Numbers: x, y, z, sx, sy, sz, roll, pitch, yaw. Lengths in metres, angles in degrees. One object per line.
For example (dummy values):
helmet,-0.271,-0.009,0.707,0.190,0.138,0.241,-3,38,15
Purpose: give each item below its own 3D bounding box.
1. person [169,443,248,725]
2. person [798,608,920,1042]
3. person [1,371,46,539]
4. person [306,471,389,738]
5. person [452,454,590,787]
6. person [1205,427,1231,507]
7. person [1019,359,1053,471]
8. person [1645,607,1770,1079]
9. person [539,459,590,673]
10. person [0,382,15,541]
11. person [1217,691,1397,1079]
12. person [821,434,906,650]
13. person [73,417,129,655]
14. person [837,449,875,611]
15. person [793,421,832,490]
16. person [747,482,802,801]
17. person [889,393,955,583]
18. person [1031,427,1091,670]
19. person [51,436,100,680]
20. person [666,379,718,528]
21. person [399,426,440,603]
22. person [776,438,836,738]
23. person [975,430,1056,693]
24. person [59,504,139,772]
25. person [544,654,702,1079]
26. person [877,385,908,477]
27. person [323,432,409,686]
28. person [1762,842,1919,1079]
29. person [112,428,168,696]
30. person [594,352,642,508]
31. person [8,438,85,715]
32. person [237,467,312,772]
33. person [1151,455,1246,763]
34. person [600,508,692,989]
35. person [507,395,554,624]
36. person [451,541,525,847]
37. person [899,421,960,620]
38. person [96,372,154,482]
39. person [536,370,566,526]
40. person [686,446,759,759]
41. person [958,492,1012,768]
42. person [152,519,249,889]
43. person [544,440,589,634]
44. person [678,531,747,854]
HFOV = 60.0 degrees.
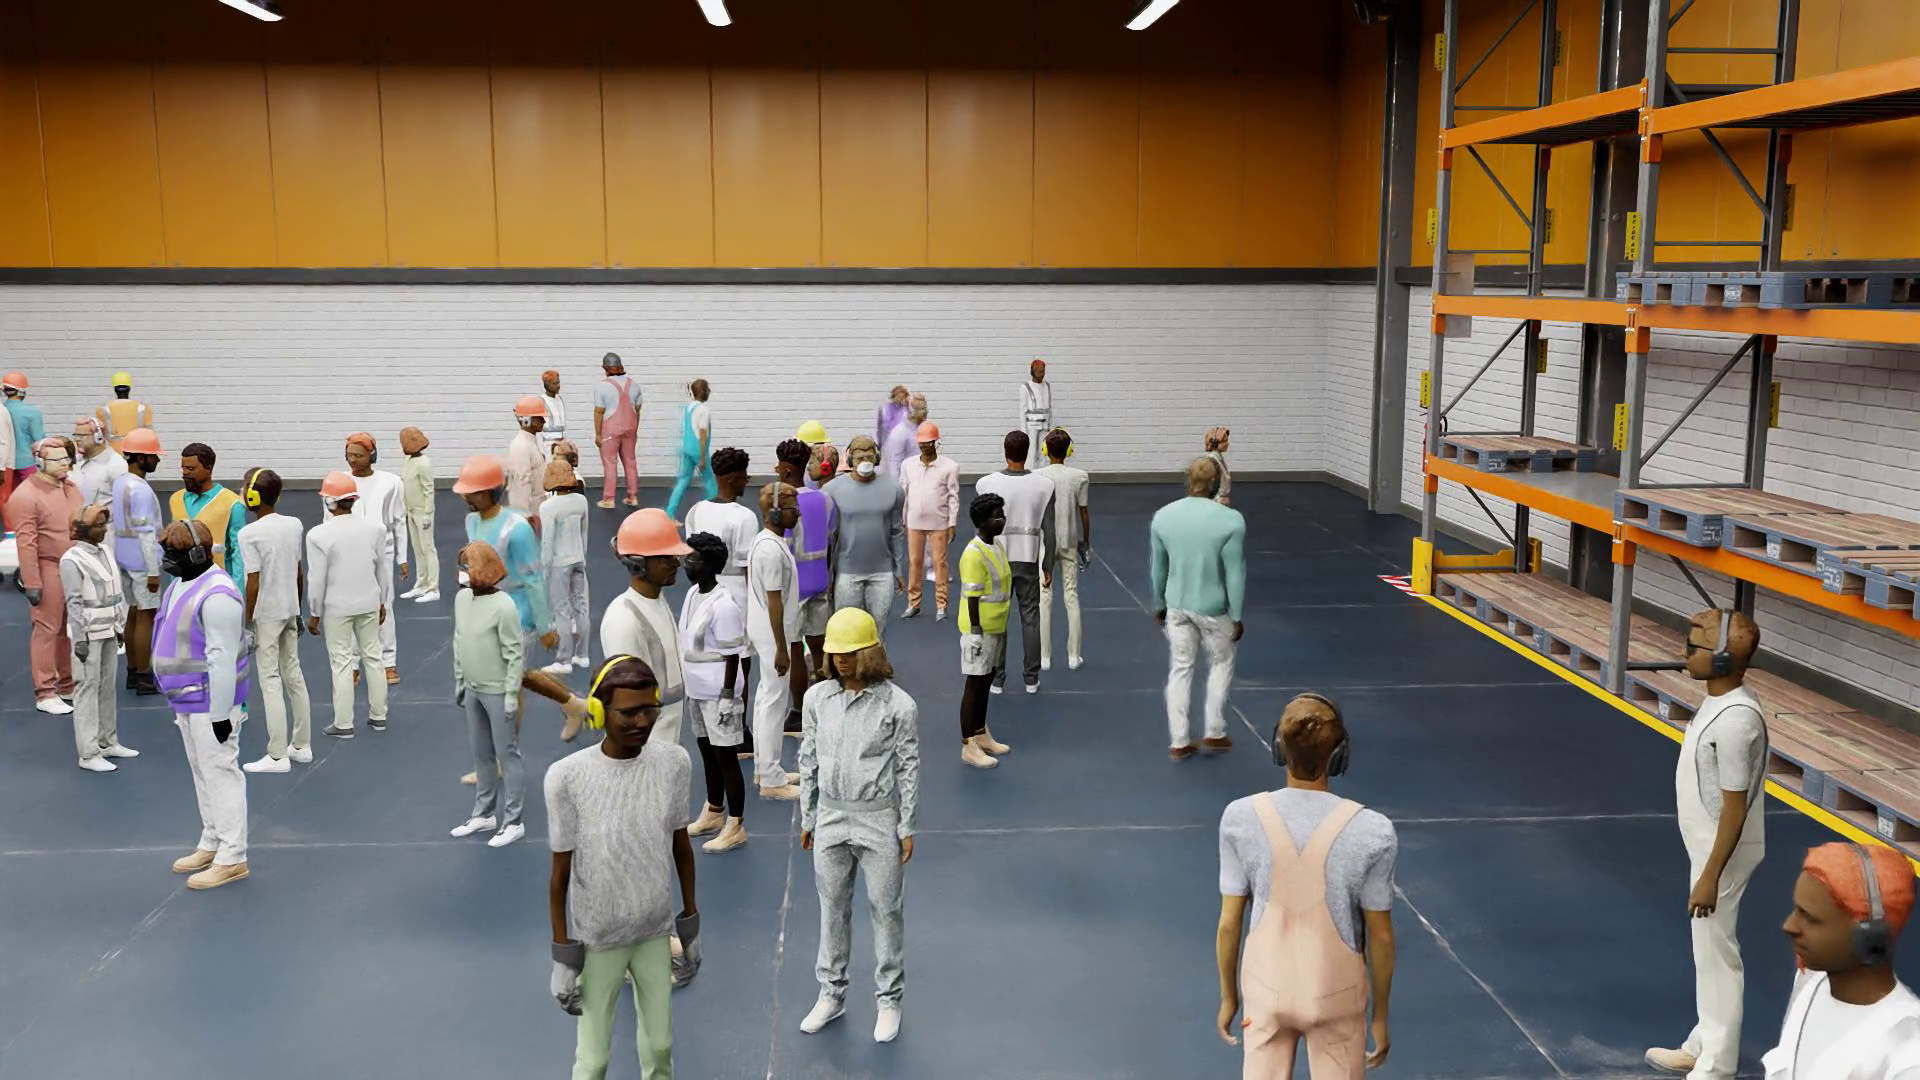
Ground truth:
person,-5.027,0.301,11.150,0.592,1.919,0.392,3,9,17
person,-0.408,1.119,6.565,0.492,1.742,0.324,3,9,17
person,-10.124,-0.815,17.919,0.613,1.994,0.395,0,9,3
person,-4.022,0.417,10.923,0.320,1.756,0.563,8,12,41
person,-2.617,0.439,10.060,0.932,2.000,0.639,-9,13,-44
person,2.333,-0.222,15.306,0.314,1.642,0.515,3,10,19
person,1.055,-1.539,22.845,0.585,1.879,0.370,-8,12,-43
person,2.727,1.152,6.037,0.344,1.847,0.505,4,10,23
person,-3.021,0.200,12.679,0.282,1.633,0.500,4,10,26
person,-10.270,-0.786,17.745,0.397,1.990,0.624,-5,11,-31
person,0.995,1.345,4.823,0.507,1.846,0.351,4,10,21
person,-0.672,0.232,11.518,0.635,1.937,0.353,-3,10,-20
person,-6.868,-0.027,13.248,0.637,1.910,0.403,4,10,24
person,-0.765,0.192,12.340,0.334,1.753,0.565,0,9,-2
person,-1.236,-0.073,13.768,0.404,1.829,0.600,-3,10,-20
person,-1.063,0.580,9.630,0.328,1.844,0.514,-2,9,-12
person,-0.469,-0.532,16.545,0.936,1.870,0.651,5,10,28
person,0.741,0.067,12.779,0.535,1.868,0.309,-1,9,-4
person,-6.663,0.135,12.471,0.355,1.835,0.516,3,9,17
person,-3.179,-1.030,19.923,0.973,1.800,0.526,-8,12,-42
person,-5.030,-0.239,15.434,0.289,1.633,0.500,-7,12,-39
person,-1.060,0.311,10.939,0.365,1.964,0.610,6,11,33
person,0.402,0.167,12.025,0.588,1.912,0.387,-1,9,-5
person,-5.306,0.591,10.211,0.306,1.637,0.522,0,9,-2
person,-1.055,1.268,5.270,0.516,1.861,0.325,-6,11,-33
person,-0.863,-1.216,21.647,0.621,1.605,0.403,3,10,20
person,-4.371,0.142,12.257,0.583,1.882,0.337,-3,10,-19
person,1.848,1.541,3.494,0.349,1.882,0.576,1,9,4
person,-5.884,0.157,12.029,0.382,1.929,0.541,-8,12,-41
person,-4.512,-1.446,21.735,0.535,2.000,0.683,9,13,44
person,-6.257,0.241,11.568,0.403,1.906,0.651,1,9,5
person,-4.204,0.484,10.145,0.328,1.876,0.515,3,9,17
person,1.515,0.422,10.391,0.666,1.914,0.605,5,11,31
person,-1.319,0.877,7.143,0.381,2.045,0.605,0,9,2
person,-3.714,-0.258,14.423,0.396,1.992,0.623,-2,9,-10
person,-2.516,0.810,8.846,0.501,1.633,0.286,7,12,38
person,-0.286,-0.169,14.615,0.561,1.752,0.324,2,9,14
person,-9.592,-0.972,19.155,0.591,1.919,0.406,-5,10,-29
person,-4.935,-1.106,20.094,0.338,1.882,0.582,3,10,19
person,-1.452,0.388,10.455,0.613,1.963,0.361,8,12,40
person,0.159,0.546,10.306,0.317,1.695,0.540,3,9,17
person,-3.773,0.801,8.290,0.429,1.837,0.624,-8,12,-40
person,-3.321,-0.029,14.080,0.306,1.645,0.522,-7,11,-38
person,-1.312,0.791,8.754,0.317,1.698,0.540,-5,11,-31
